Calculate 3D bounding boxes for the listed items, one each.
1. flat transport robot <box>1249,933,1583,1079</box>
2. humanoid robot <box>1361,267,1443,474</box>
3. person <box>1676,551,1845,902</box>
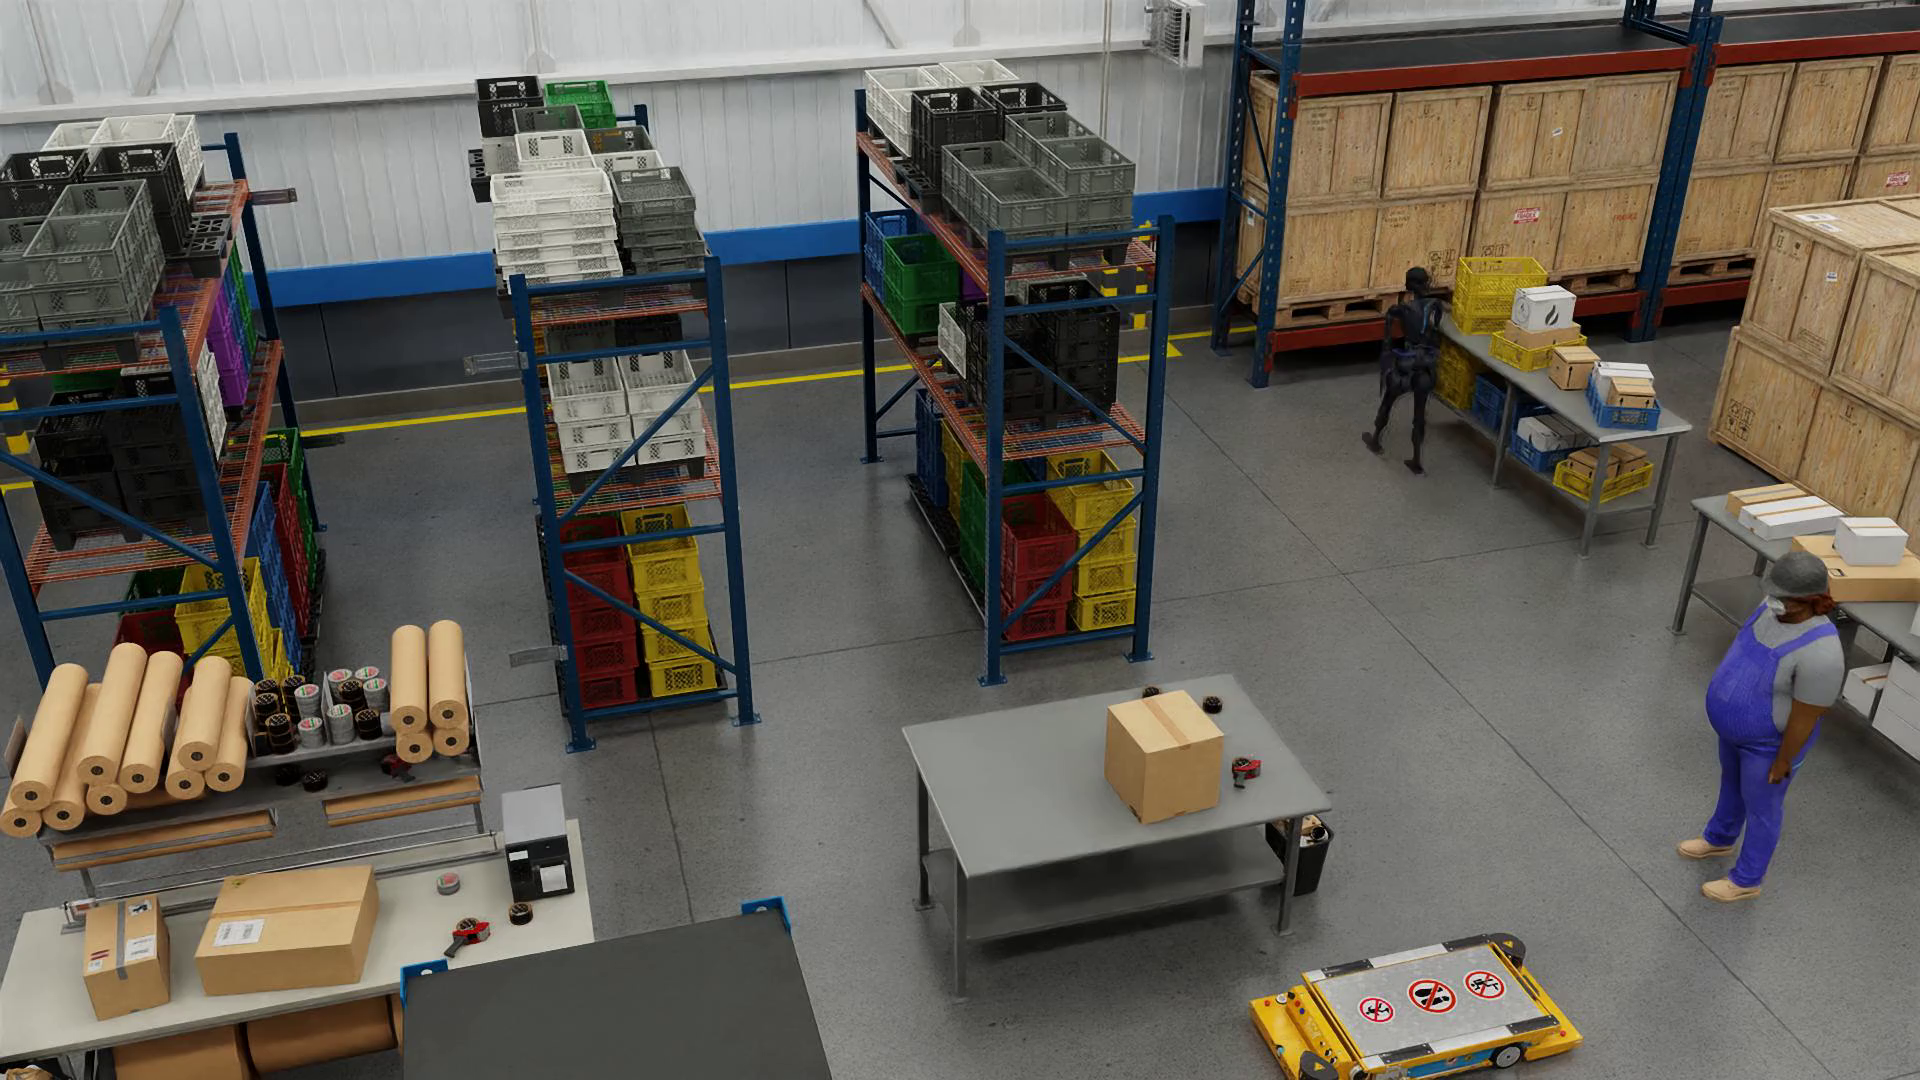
[{"bbox_3d":[2.184,2.282,7.980,1.431,0.197,0.652,-8,30,-14],"label":"flat transport robot"},{"bbox_3d":[3.571,-1.390,13.254,0.589,1.623,0.746,-6,29,-11],"label":"humanoid robot"},{"bbox_3d":[4.131,0.937,8.618,0.536,2.000,0.679,0,29,0],"label":"person"}]
